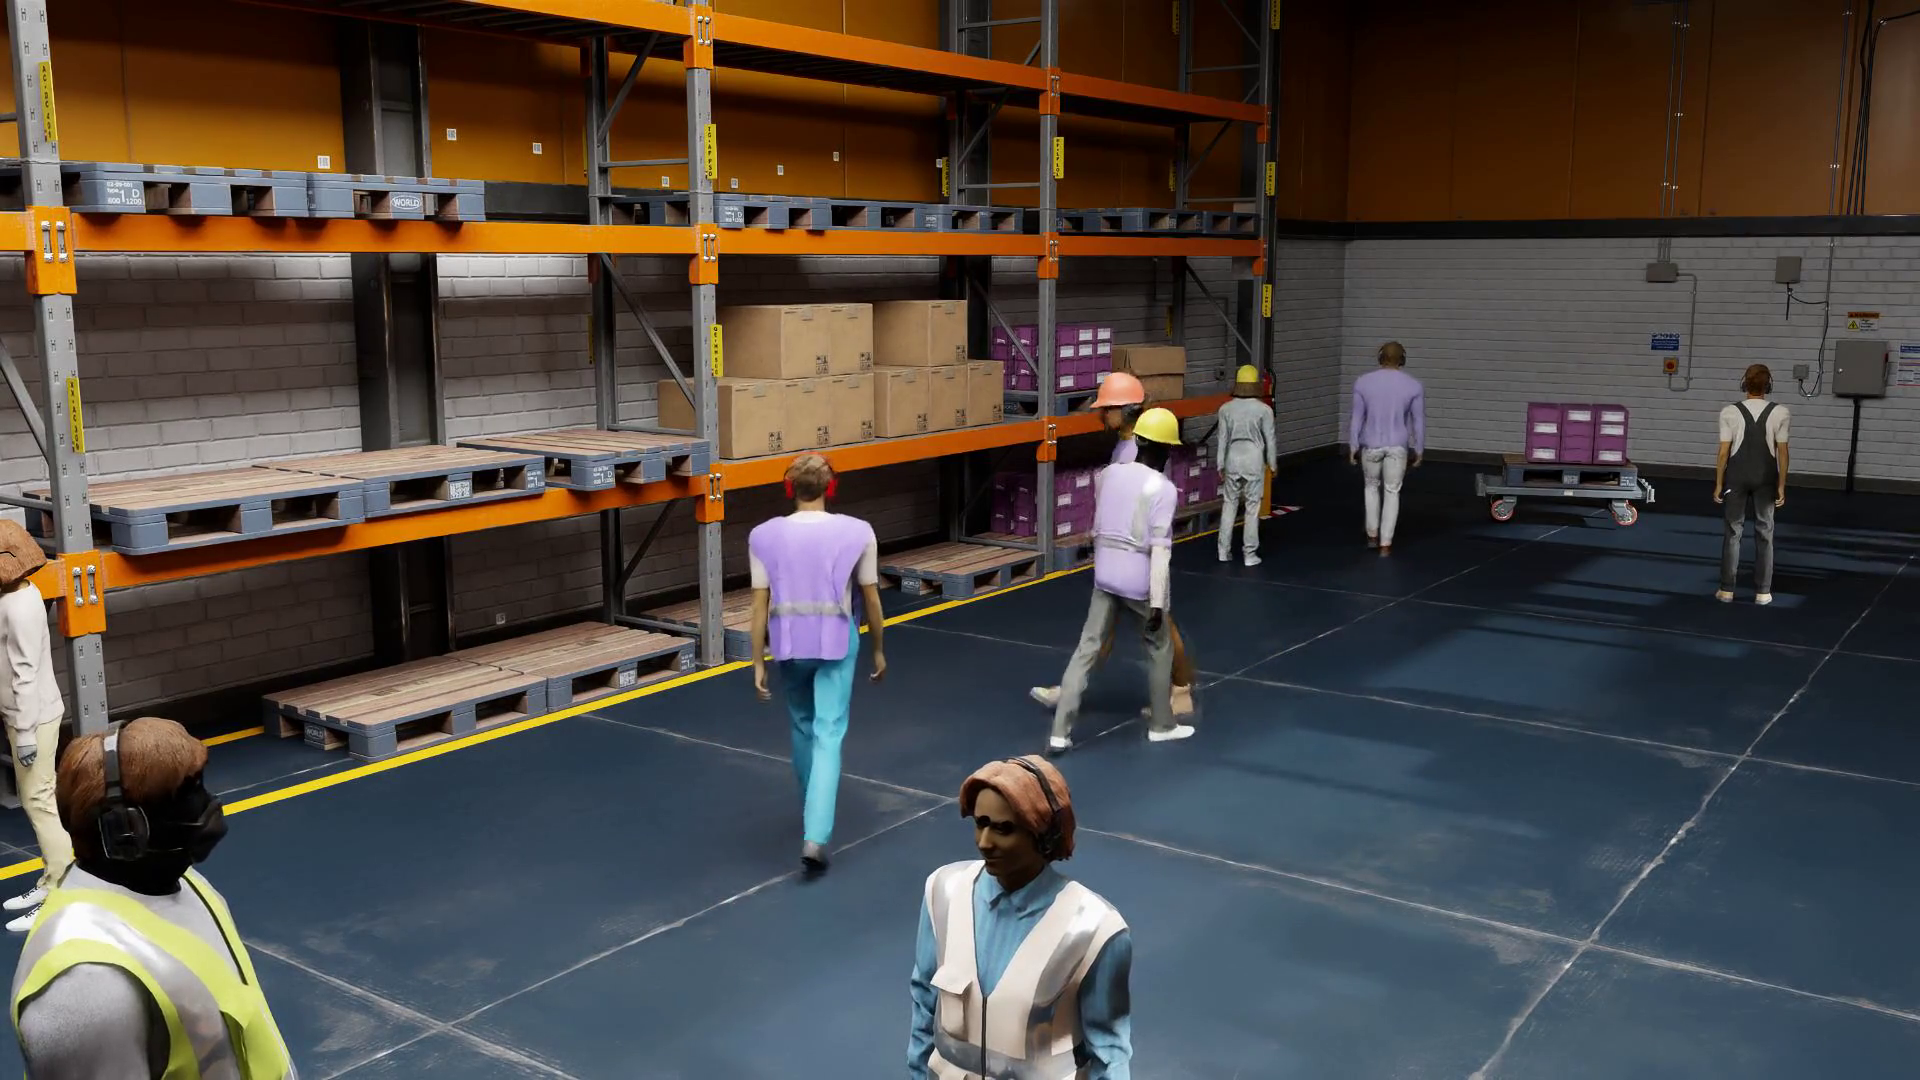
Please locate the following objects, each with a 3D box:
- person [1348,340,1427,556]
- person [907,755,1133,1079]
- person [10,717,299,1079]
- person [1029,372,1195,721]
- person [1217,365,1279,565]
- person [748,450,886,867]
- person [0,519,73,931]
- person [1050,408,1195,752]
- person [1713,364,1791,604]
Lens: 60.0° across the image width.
[{"bbox_3d":[3.863,-0.838,15.004,0.666,1.909,0.791,3,10,19],"label":"person"},{"bbox_3d":[0.116,1.239,3.453,0.514,1.641,0.307,6,11,32],"label":"person"},{"bbox_3d":[-1.402,1.217,2.980,0.429,1.846,0.626,-3,10,-17],"label":"person"},{"bbox_3d":[0.891,0.060,9.421,1.011,1.992,0.634,-2,10,-10],"label":"person"},{"bbox_3d":[2.484,-0.638,14.354,0.506,1.741,0.365,6,11,30],"label":"person"},{"bbox_3d":[-0.645,0.504,7.363,0.577,1.806,0.950,1,10,6],"label":"person"},{"bbox_3d":[-3.696,0.722,6.577,0.277,1.629,0.496,-6,11,-31],"label":"person"},{"bbox_3d":[0.858,0.226,8.895,0.921,1.859,0.617,-9,13,-44],"label":"person"},{"bbox_3d":[6.061,-0.426,12.755,0.504,1.847,0.344,4,10,22],"label":"person"}]
